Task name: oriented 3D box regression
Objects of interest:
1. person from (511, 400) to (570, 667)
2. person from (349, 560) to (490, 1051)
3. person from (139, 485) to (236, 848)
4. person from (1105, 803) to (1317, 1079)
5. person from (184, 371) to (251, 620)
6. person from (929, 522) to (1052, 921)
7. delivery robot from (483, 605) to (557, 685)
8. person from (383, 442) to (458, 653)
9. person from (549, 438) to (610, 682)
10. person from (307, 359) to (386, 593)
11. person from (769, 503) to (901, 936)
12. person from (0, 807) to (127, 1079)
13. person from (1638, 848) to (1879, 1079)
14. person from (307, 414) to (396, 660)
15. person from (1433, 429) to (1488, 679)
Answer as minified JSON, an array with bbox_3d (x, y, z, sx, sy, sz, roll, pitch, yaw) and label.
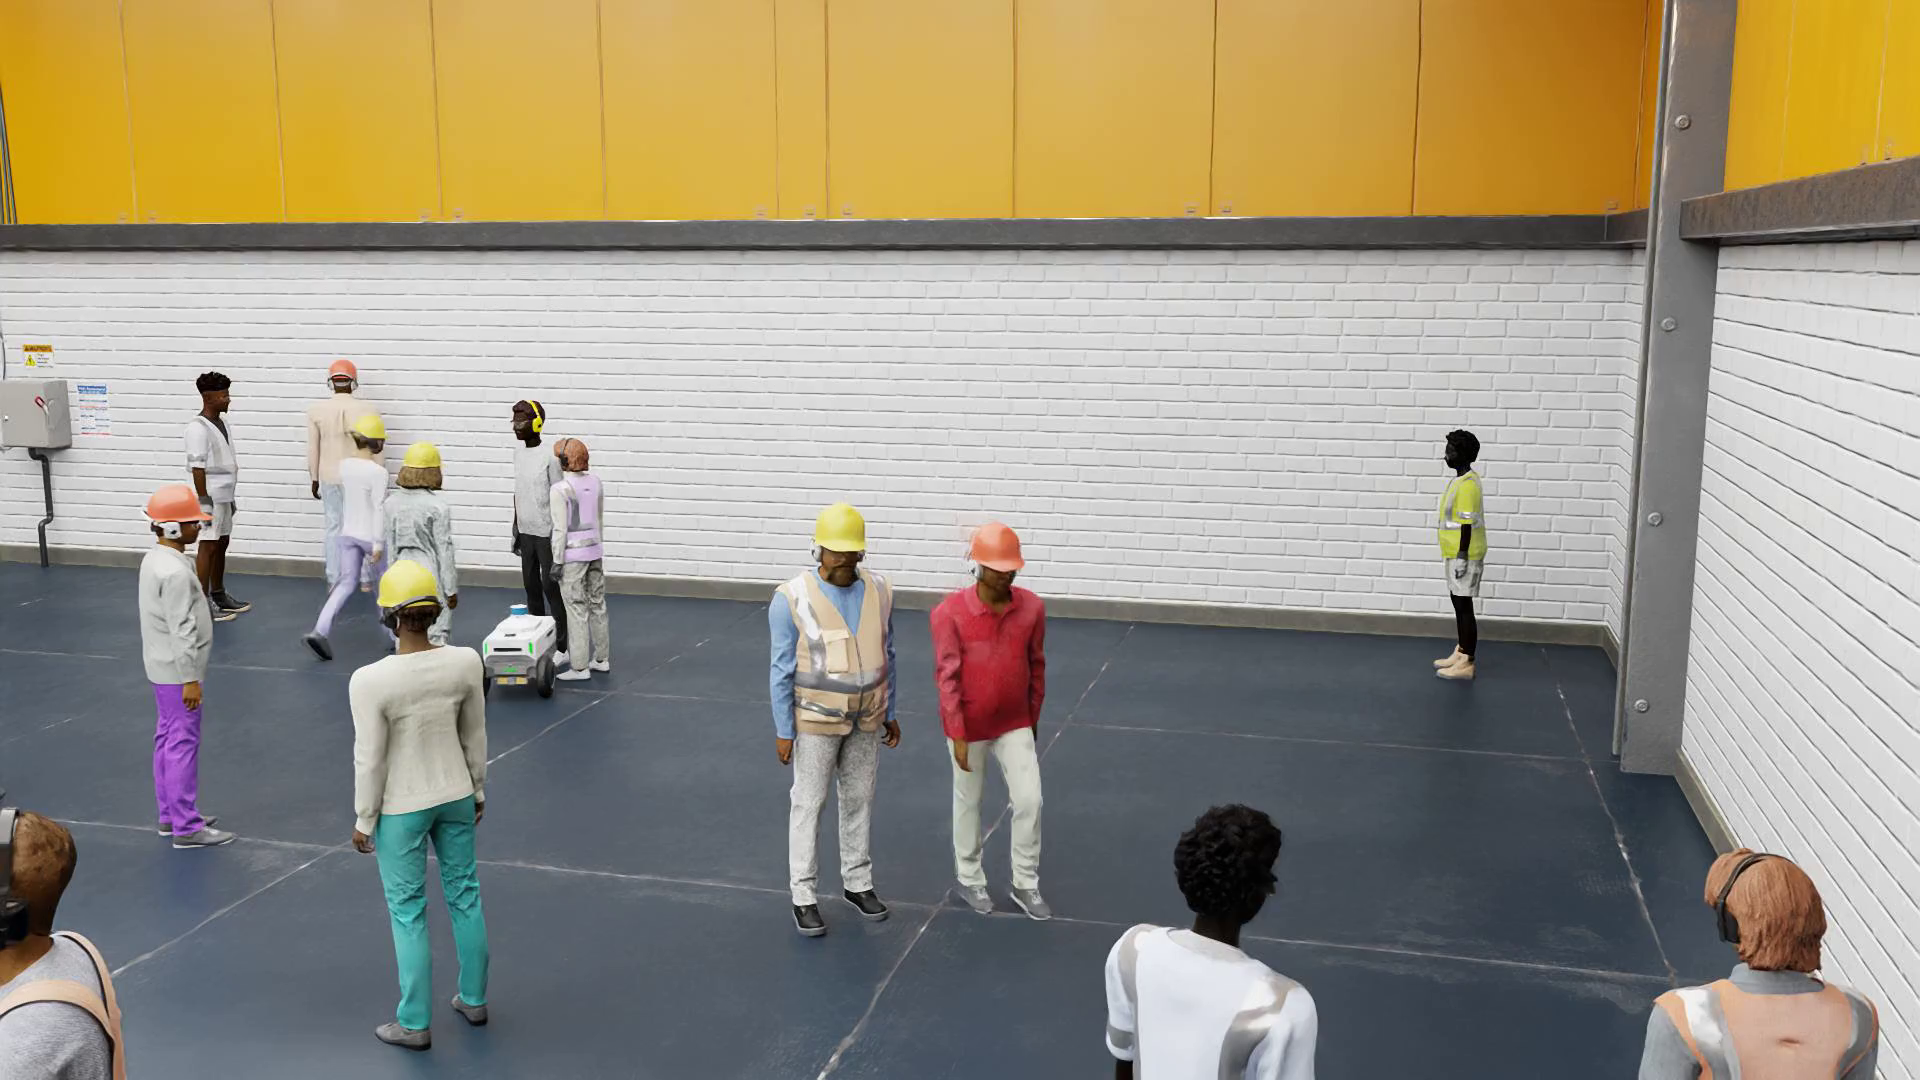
[{"bbox_3d":[-2.928,-0.040,11.513,0.534,1.868,0.310,7,12,37],"label":"person"},{"bbox_3d":[-1.949,0.947,6.004,0.313,1.767,0.533,8,13,40],"label":"person"},{"bbox_3d":[-3.762,0.603,8.063,0.342,1.751,0.564,-7,12,-35],"label":"person"},{"bbox_3d":[0.534,1.395,3.595,0.319,1.691,0.540,-9,13,-44],"label":"person"},{"bbox_3d":[-5.863,-0.349,13.086,0.380,1.958,0.602,-1,10,-4],"label":"person"},{"bbox_3d":[0.159,0.781,7.080,0.556,1.727,0.601,-4,10,-21],"label":"person"},{"bbox_3d":[-2.886,0.669,10.928,0.477,0.478,0.707,0,10,-1],"label":"delivery robot"},{"bbox_3d":[-3.248,0.271,10.090,0.484,1.733,0.335,4,10,23],"label":"person"},{"bbox_3d":[-2.565,0.131,11.179,0.312,1.639,0.520,4,11,24],"label":"person"},{"bbox_3d":[-5.196,-0.537,14.124,0.624,1.981,0.412,-3,10,-14],"label":"person"},{"bbox_3d":[-0.510,0.742,7.022,0.599,1.827,0.403,-6,11,-32],"label":"person"},{"bbox_3d":[-1.729,1.393,3.144,0.345,1.846,0.506,-4,10,-22],"label":"person"},{"bbox_3d":[1.632,1.445,3.471,0.528,1.630,0.319,-2,10,-9],"label":"person"},{"bbox_3d":[-4.273,-0.025,11.815,0.523,1.731,0.822,5,11,29],"label":"person"},{"bbox_3d":[3.390,0.093,11.259,0.321,1.689,0.530,1,10,7],"label":"person"}]
